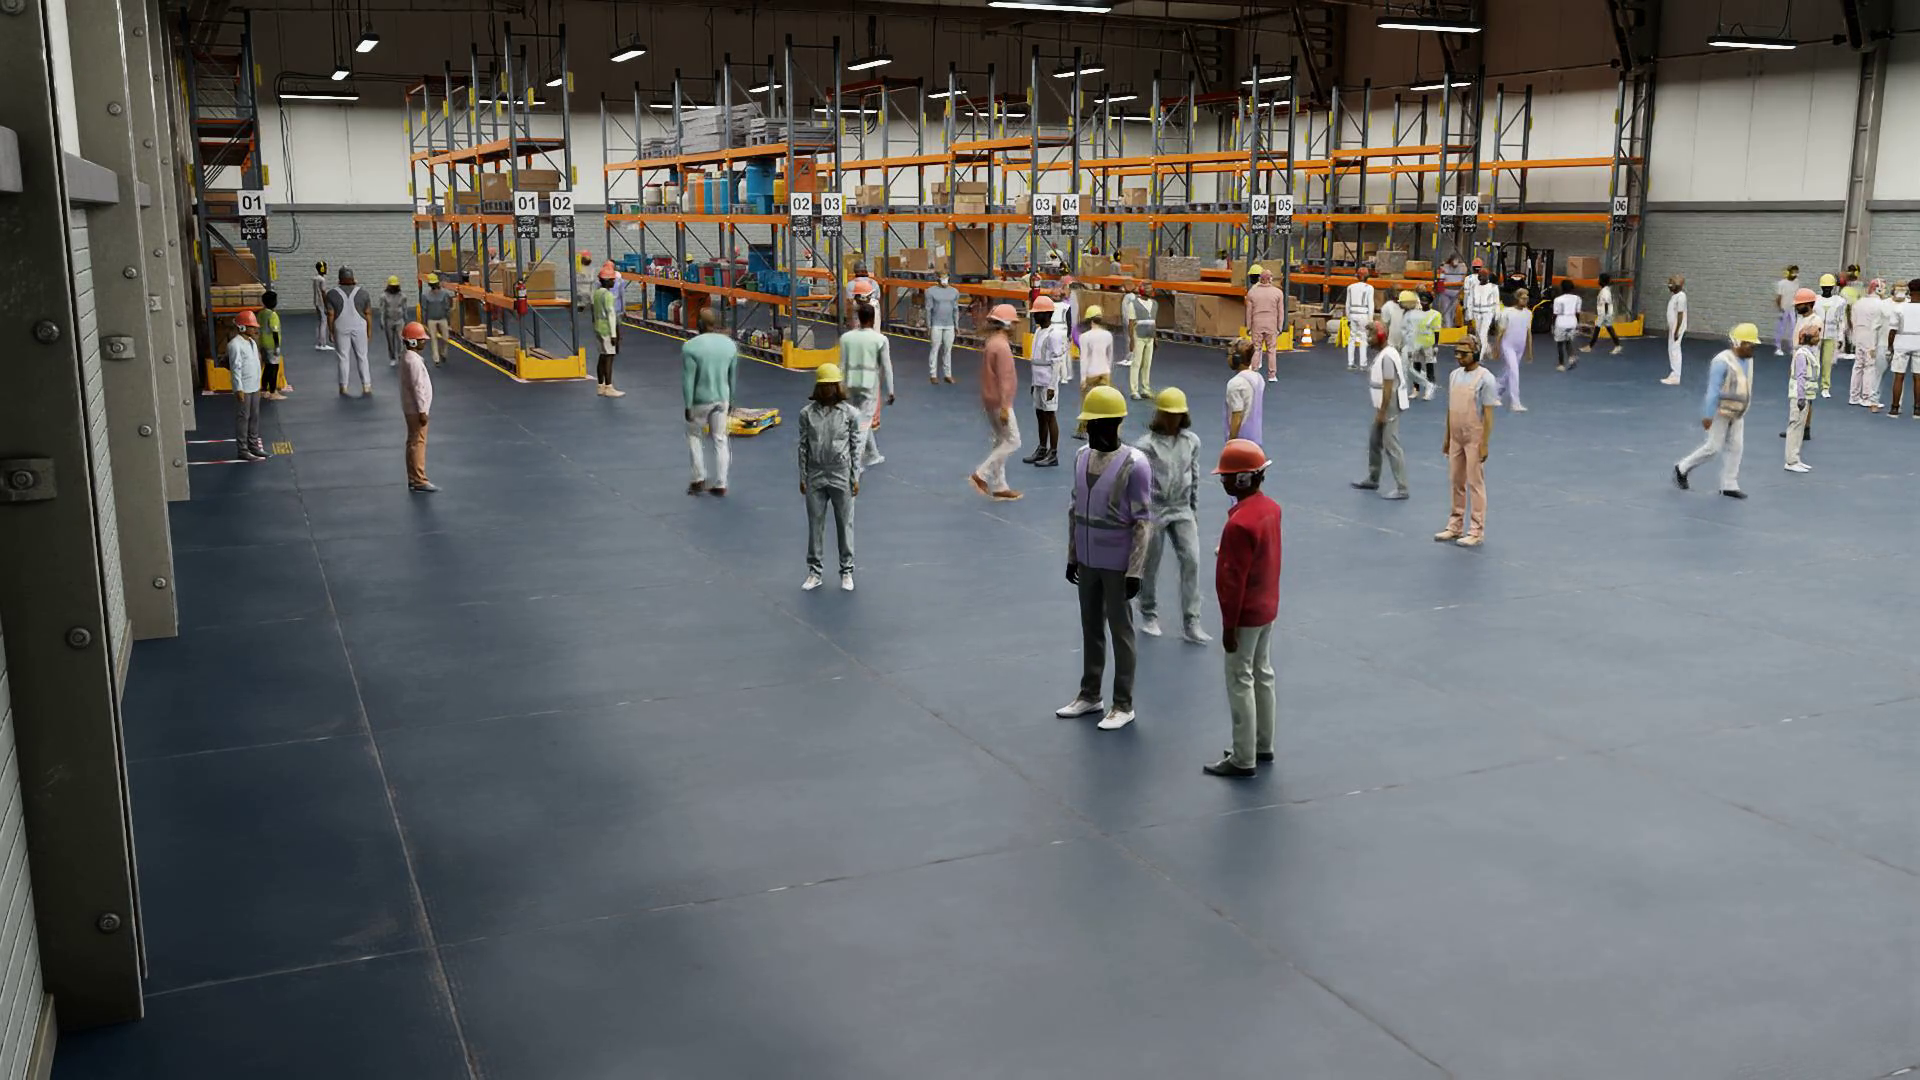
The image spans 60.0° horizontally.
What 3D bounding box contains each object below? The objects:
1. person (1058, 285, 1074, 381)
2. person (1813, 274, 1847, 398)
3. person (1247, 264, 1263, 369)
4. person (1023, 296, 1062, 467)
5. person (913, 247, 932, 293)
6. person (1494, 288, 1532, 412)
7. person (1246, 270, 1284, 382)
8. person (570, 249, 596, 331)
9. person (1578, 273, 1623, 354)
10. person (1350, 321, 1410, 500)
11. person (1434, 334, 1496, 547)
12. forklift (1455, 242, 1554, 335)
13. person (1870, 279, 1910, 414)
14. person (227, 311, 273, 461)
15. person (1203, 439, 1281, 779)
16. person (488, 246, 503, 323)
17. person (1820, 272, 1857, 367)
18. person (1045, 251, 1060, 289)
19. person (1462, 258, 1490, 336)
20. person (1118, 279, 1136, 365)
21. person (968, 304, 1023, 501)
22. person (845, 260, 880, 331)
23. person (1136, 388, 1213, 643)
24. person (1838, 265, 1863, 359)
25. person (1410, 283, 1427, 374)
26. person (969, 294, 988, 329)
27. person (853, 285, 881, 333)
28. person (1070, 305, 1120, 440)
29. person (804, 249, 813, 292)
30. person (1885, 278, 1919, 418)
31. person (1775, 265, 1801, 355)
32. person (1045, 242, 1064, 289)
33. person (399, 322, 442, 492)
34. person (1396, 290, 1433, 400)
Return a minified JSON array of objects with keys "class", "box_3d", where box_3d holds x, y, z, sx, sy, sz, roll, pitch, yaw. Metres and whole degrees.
[{"class":"person","box_3d":[1.808,-3.565,28.689,0.312,1.642,0.519,5,12,25]},{"class":"person","box_3d":[13.497,-3.187,26.016,0.595,1.925,0.371,5,12,22]},{"class":"person","box_3d":[5.456,-4.114,30.720,0.362,1.930,0.587,4,12,21]},{"class":"person","box_3d":[0.949,-1.804,18.963,0.360,1.938,0.545,-5,12,-23]},{"class":"person","box_3d":[-0.968,-6.474,42.497,0.728,2.011,0.602,-7,13,-32]},{"class":"person","box_3d":[8.084,-2.805,24.424,0.507,1.806,0.915,-4,12,-20]},{"class":"person","box_3d":[5.202,-3.644,28.396,0.642,1.908,0.407,2,11,12]},{"class":"person","box_3d":[-9.110,-6.042,40.363,0.997,2.009,0.620,9,14,38]},{"class":"person","box_3d":[13.180,-4.619,33.980,0.857,1.655,0.542,5,12,23]},{"class":"person","box_3d":[4.324,-1.342,17.009,0.538,1.800,0.739,2,11,8]},{"class":"person","box_3d":[4.407,-0.866,14.461,0.339,1.838,0.507,-5,12,-26]},{"class":"forklift","box_3d":[13.047,-6.049,39.881,2.313,2.155,1.214,-5,12,-23]},{"class":"person","box_3d":[13.444,-2.779,23.948,0.636,1.931,0.367,4,12,19]},{"class":"person","box_3d":[-8.311,-1.802,19.451,0.350,1.743,0.564,0,11,2]},{"class":"person","box_3d":[1.443,0.348,8.528,0.349,1.743,0.569,6,13,29]},{"class":"person","box_3d":[-12.292,-6.734,43.872,0.396,1.992,0.622,-10,15,-41]},{"class":"person","box_3d":[16.635,-4.094,30.982,0.901,1.797,0.596,8,14,36]},{"class":"person","box_3d":[2.768,-7.690,49.315,0.532,1.767,0.328,3,12,16]},{"class":"person","box_3d":[10.746,-4.902,34.704,0.553,1.935,0.364,-1,11,-5]},{"class":"person","box_3d":[3.187,-4.131,31.561,0.282,1.633,0.498,-2,11,-10]},{"class":"person","box_3d":[0.391,-1.355,16.575,0.483,1.979,0.645,-2,11,-10]},{"class":"person","box_3d":[-1.805,-4.031,30.017,0.683,2.000,0.536,-8,14,-34]},{"class":"person","box_3d":[1.432,-0.152,11.139,0.508,1.713,0.782,-4,12,-19]},{"class":"person","box_3d":[17.681,-4.519,32.980,0.327,1.861,0.499,0,11,0]},{"class":"person","box_3d":[8.179,-3.774,29.723,0.307,1.644,0.511,11,15,43]},{"class":"person","box_3d":[0.522,-6.213,41.468,0.639,1.902,0.407,5,12,22]},{"class":"person","box_3d":[-1.631,-3.670,29.205,0.513,1.641,0.309,2,11,12]},{"class":"person","box_3d":[1.734,-2.081,20.949,0.549,1.728,0.879,-6,13,-29]},{"class":"person","box_3d":[-4.718,-8.215,52.044,0.348,1.743,0.566,-2,11,-10]},{"class":"person","box_3d":[13.371,-2.690,23.399,0.609,1.963,0.369,5,12,24]},{"class":"person","box_3d":[16.711,-4.600,33.443,0.548,1.821,0.913,-1,11,-4]},{"class":"person","box_3d":[3.208,-9.107,56.142,0.651,1.913,0.409,3,12,17]},{"class":"person","box_3d":[-5.623,-1.377,17.258,0.324,1.752,0.563,-6,13,-28]},{"class":"person","box_3d":[6.861,-2.924,25.203,0.666,1.715,0.490,0,11,-2]}]
